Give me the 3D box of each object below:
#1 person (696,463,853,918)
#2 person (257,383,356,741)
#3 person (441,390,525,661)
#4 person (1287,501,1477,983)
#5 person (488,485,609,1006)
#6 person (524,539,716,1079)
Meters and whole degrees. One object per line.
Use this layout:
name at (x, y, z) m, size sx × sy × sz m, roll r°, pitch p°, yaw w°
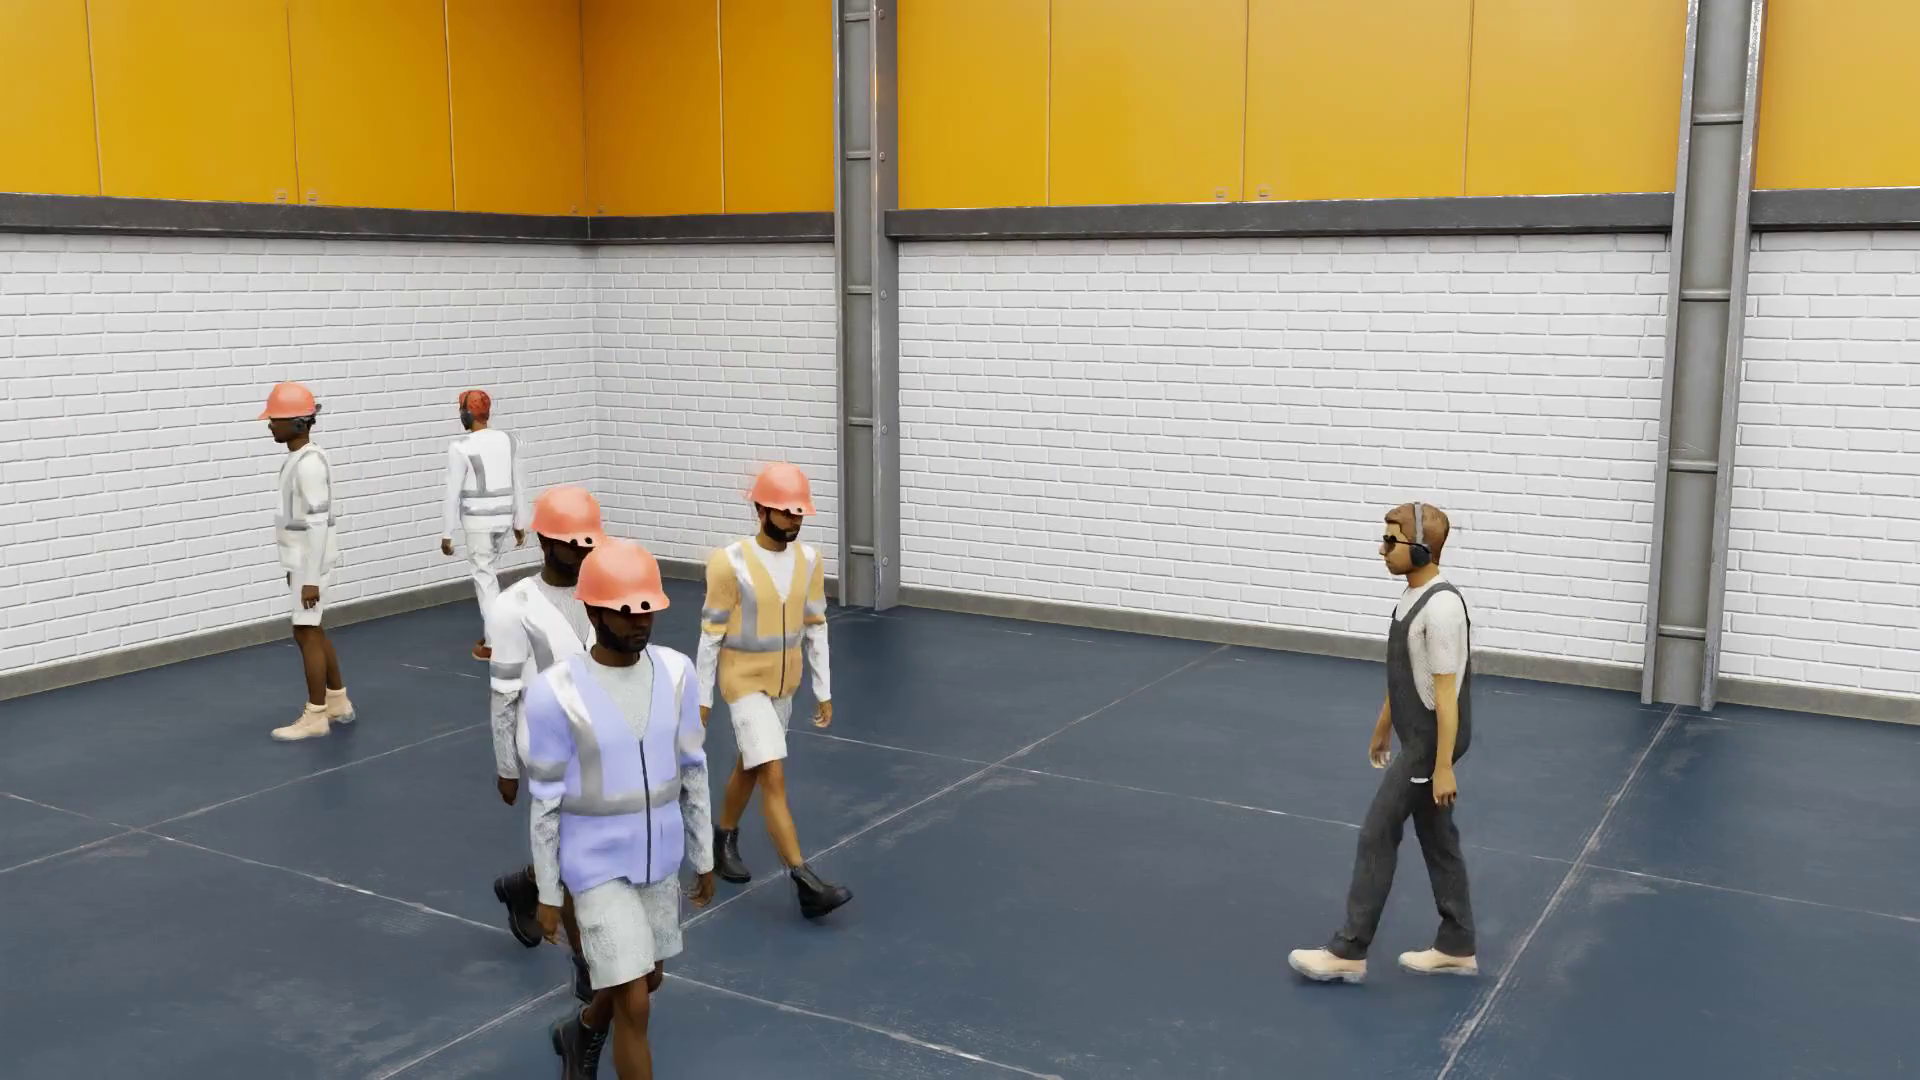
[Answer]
person at (-0.788, 0.602, 6.973) m, size 0.552 × 1.873 × 1.037 m, roll -9°, pitch 13°, yaw -44°
person at (-3.746, 0.130, 9.490) m, size 0.543 × 2.037 × 0.633 m, roll -4°, pitch 10°, yaw -25°
person at (-3.306, -0.098, 11.379) m, size 0.581 × 1.861 × 0.601 m, roll 6°, pitch 11°, yaw 32°
person at (1.590, 0.759, 6.191) m, size 0.836 × 1.812 × 0.540 m, roll 1°, pitch 9°, yaw 8°
person at (-1.488, 0.726, 6.124) m, size 0.825 × 1.914 × 0.558 m, roll 8°, pitch 12°, yaw 41°
person at (-1.019, 0.920, 4.919) m, size 0.556 × 1.909 × 0.894 m, roll -8°, pitch 12°, yaw -42°
